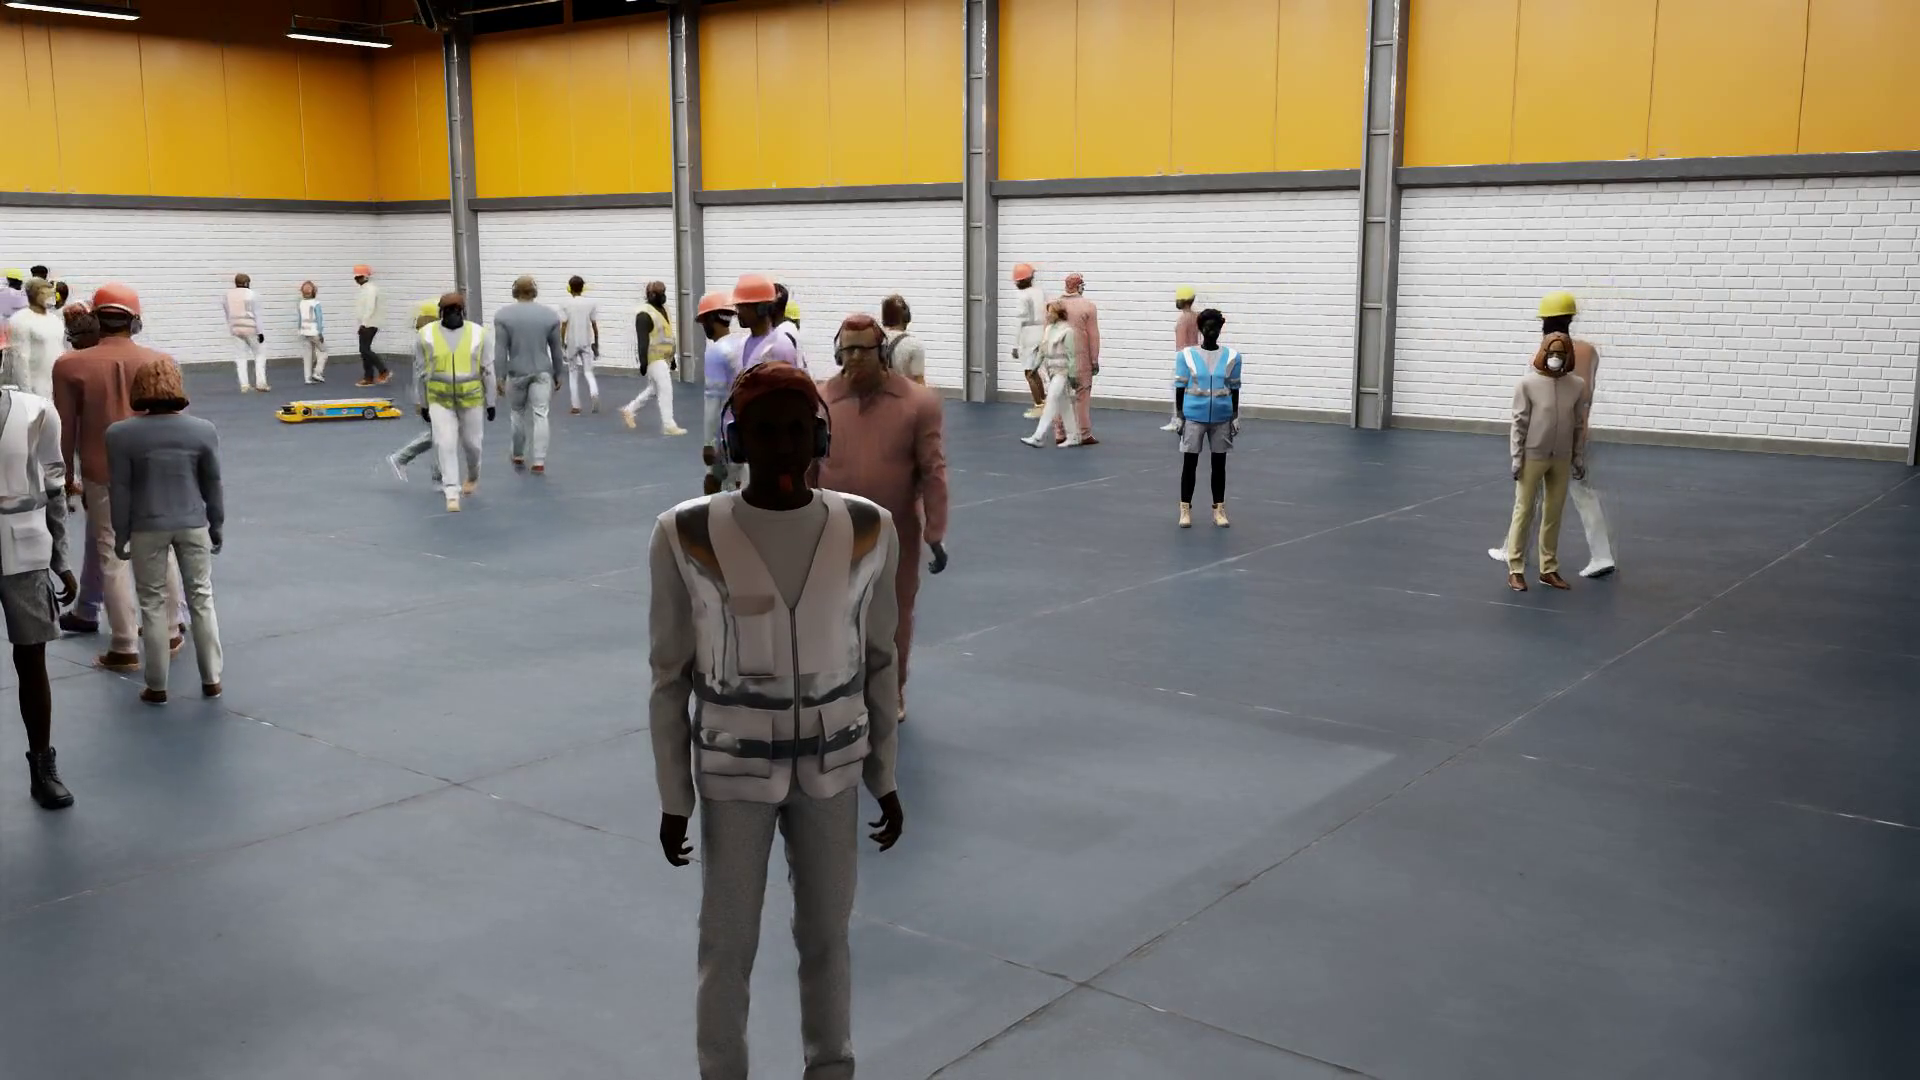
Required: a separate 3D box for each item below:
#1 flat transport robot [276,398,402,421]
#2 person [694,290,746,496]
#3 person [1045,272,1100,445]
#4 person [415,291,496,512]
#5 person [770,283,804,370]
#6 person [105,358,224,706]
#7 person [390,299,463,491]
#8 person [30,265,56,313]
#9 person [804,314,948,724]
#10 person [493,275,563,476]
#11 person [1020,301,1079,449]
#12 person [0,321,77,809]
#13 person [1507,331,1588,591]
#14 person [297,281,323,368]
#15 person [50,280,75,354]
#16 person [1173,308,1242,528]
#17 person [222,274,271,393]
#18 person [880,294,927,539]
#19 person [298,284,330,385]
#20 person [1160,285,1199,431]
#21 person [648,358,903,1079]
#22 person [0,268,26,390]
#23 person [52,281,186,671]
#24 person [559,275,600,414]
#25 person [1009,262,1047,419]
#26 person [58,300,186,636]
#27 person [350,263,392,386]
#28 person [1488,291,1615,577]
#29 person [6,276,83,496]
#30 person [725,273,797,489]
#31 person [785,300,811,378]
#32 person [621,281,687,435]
[{"bbox_3d":[-7.965,-1.680,21.329,1.431,0.197,0.652,-5,11,-28],"label":"flat transport robot"},{"bbox_3d":[-1.478,-0.723,11.125,0.945,1.876,0.579,2,10,9],"label":"person"},{"bbox_3d":[1.275,-2.013,18.510,0.637,1.911,0.403,6,11,30],"label":"person"},{"bbox_3d":[-4.211,-1.174,13.920,0.631,1.813,0.758,-3,10,-17],"label":"person"},{"bbox_3d":[-1.335,-1.118,13.369,0.859,1.894,0.599,-2,10,-12],"label":"person"},{"bbox_3d":[-3.721,-0.037,7.831,0.495,1.624,0.280,-8,12,-38],"label":"person"},{"bbox_3d":[-4.783,-1.288,14.848,0.643,1.723,0.490,0,10,1],"label":"person"},{"bbox_3d":[-14.113,-3.264,25.686,0.621,1.938,0.413,6,12,32],"label":"person"},{"bbox_3d":[-0.378,-0.038,7.171,0.651,1.858,0.987,0,10,0],"label":"person"},{"bbox_3d":[-4.185,-1.597,16.106,0.655,1.896,0.955,-4,10,-21],"label":"person"},{"bbox_3d":[0.976,-1.780,18.046,0.817,1.598,0.525,-4,11,-22],"label":"person"},{"bbox_3d":[-3.601,0.086,6.206,0.550,1.935,0.375,-8,12,-38],"label":"person"},{"bbox_3d":[3.698,-0.495,10.470,0.501,1.631,0.285,-2,10,-9],"label":"person"},{"bbox_3d":[-12.048,-4.001,30.981,0.520,1.596,0.624,6,12,33],"label":"person"},{"bbox_3d":[-9.772,-1.884,18.003,0.986,1.818,0.525,-2,10,-9],"label":"person"},{"bbox_3d":[1.911,-0.938,12.859,0.535,1.699,0.318,0,10,-2],"label":"person"},{"bbox_3d":[-10.920,-3.159,25.488,0.666,1.808,0.606,1,10,8],"label":"person"},{"bbox_3d":[-0.432,-0.855,12.054,0.562,1.821,0.581,8,13,39],"label":"person"},{"bbox_3d":[-10.509,-3.336,27.027,0.547,1.621,0.434,6,11,29],"label":"person"},{"bbox_3d":[2.759,-2.152,19.772,0.682,1.745,0.531,7,12,35],"label":"person"},{"bbox_3d":[-0.401,0.540,3.723,0.575,1.883,0.355,-4,10,-20],"label":"person"},{"bbox_3d":[-14.736,-3.305,26.065,0.590,1.894,0.772,9,13,43],"label":"person"},{"bbox_3d":[-4.301,-0.327,8.563,0.627,1.963,0.668,-7,12,-35],"label":"person"},{"bbox_3d":[-4.981,-2.544,21.794,0.516,1.853,0.683,-5,11,-28],"label":"person"},{"bbox_3d":[0.889,-2.534,21.259,0.484,2.004,0.677,7,12,34],"label":"person"},{"bbox_3d":[-4.712,-0.364,9.066,0.852,1.854,0.718,-3,10,-17],"label":"person"},{"bbox_3d":[-9.425,-3.414,26.480,0.503,1.968,0.638,-8,13,-39],"label":"person"},{"bbox_3d":[3.986,-0.699,10.992,0.602,1.881,1.017,-4,11,-22],"label":"person"},{"bbox_3d":[-8.031,-1.328,14.489,0.742,1.924,0.638,2,10,11],"label":"person"},{"bbox_3d":[-1.177,-0.649,10.312,0.942,2.009,0.617,-5,11,-28],"label":"person"},{"bbox_3d":[-1.408,-1.160,14.087,0.899,1.723,0.535,3,10,18],"label":"person"},{"bbox_3d":[-3.621,-2.137,19.526,0.814,1.810,0.618,2,10,12],"label":"person"}]
